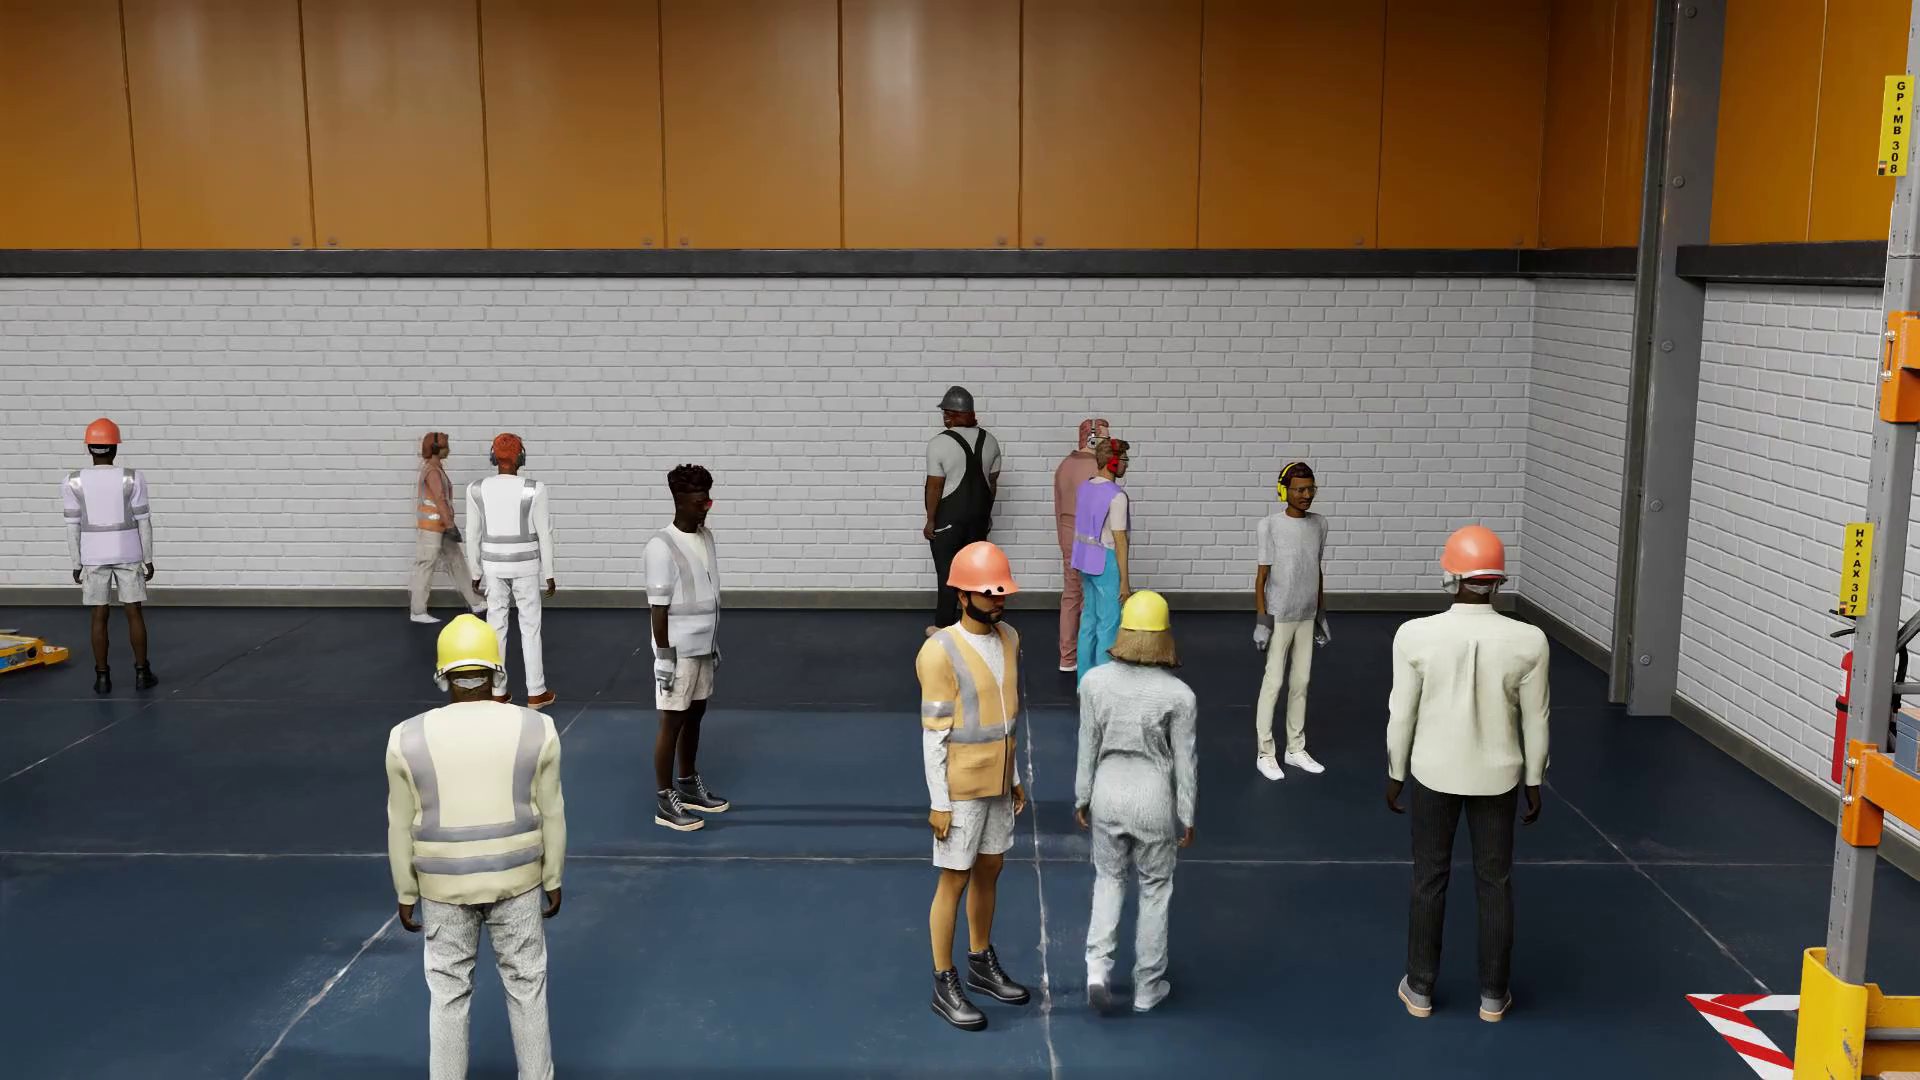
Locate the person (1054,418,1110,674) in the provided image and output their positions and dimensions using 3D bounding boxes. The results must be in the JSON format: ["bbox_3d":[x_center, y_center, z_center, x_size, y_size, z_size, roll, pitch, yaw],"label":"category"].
[{"bbox_3d":[0.949,0.067,12.081,0.401,1.904,0.648,-5,11,-26],"label":"person"}]

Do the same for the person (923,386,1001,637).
[{"bbox_3d":[-0.039,-0.225,13.422,0.689,2.000,0.539,-7,12,-36],"label":"person"}]

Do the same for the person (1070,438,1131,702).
[{"bbox_3d":[0.961,0.231,11.281,0.374,1.840,0.571,-4,10,-25],"label":"person"}]

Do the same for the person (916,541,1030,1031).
[{"bbox_3d":[0.079,0.960,6.631,0.356,1.937,0.552,8,12,38],"label":"person"}]

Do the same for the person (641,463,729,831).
[{"bbox_3d":[-1.466,0.558,8.957,0.365,1.962,0.614,3,10,18],"label":"person"}]

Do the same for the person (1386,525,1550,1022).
[{"bbox_3d":[2.012,0.931,6.622,0.622,1.996,0.370,2,10,12],"label":"person"}]

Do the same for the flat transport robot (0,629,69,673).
[{"bbox_3d":[-7.288,0.893,12.013,0.652,0.197,1.431,4,10,20],"label":"flat transport robot"}]

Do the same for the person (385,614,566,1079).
[{"bbox_3d":[-1.665,1.164,5.770,0.591,1.823,0.405,-3,10,-17],"label":"person"}]

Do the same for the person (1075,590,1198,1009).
[{"bbox_3d":[0.685,1.061,6.621,0.497,1.729,0.483,5,11,26],"label":"person"}]

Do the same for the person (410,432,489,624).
[{"bbox_3d":[-4.270,-0.095,13.944,0.789,1.609,0.523,-2,10,-11],"label":"person"}]

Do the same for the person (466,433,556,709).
[{"bbox_3d":[-3.025,0.215,11.248,0.587,1.883,0.341,0,9,3],"label":"person"}]

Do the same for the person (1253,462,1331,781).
[{"bbox_3d":[1.961,0.468,9.782,0.532,1.871,0.321,-5,11,-27],"label":"person"}]

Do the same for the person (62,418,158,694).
[{"bbox_3d":[-5.967,0.114,11.701,0.545,1.938,0.362,-4,10,-22],"label":"person"}]
